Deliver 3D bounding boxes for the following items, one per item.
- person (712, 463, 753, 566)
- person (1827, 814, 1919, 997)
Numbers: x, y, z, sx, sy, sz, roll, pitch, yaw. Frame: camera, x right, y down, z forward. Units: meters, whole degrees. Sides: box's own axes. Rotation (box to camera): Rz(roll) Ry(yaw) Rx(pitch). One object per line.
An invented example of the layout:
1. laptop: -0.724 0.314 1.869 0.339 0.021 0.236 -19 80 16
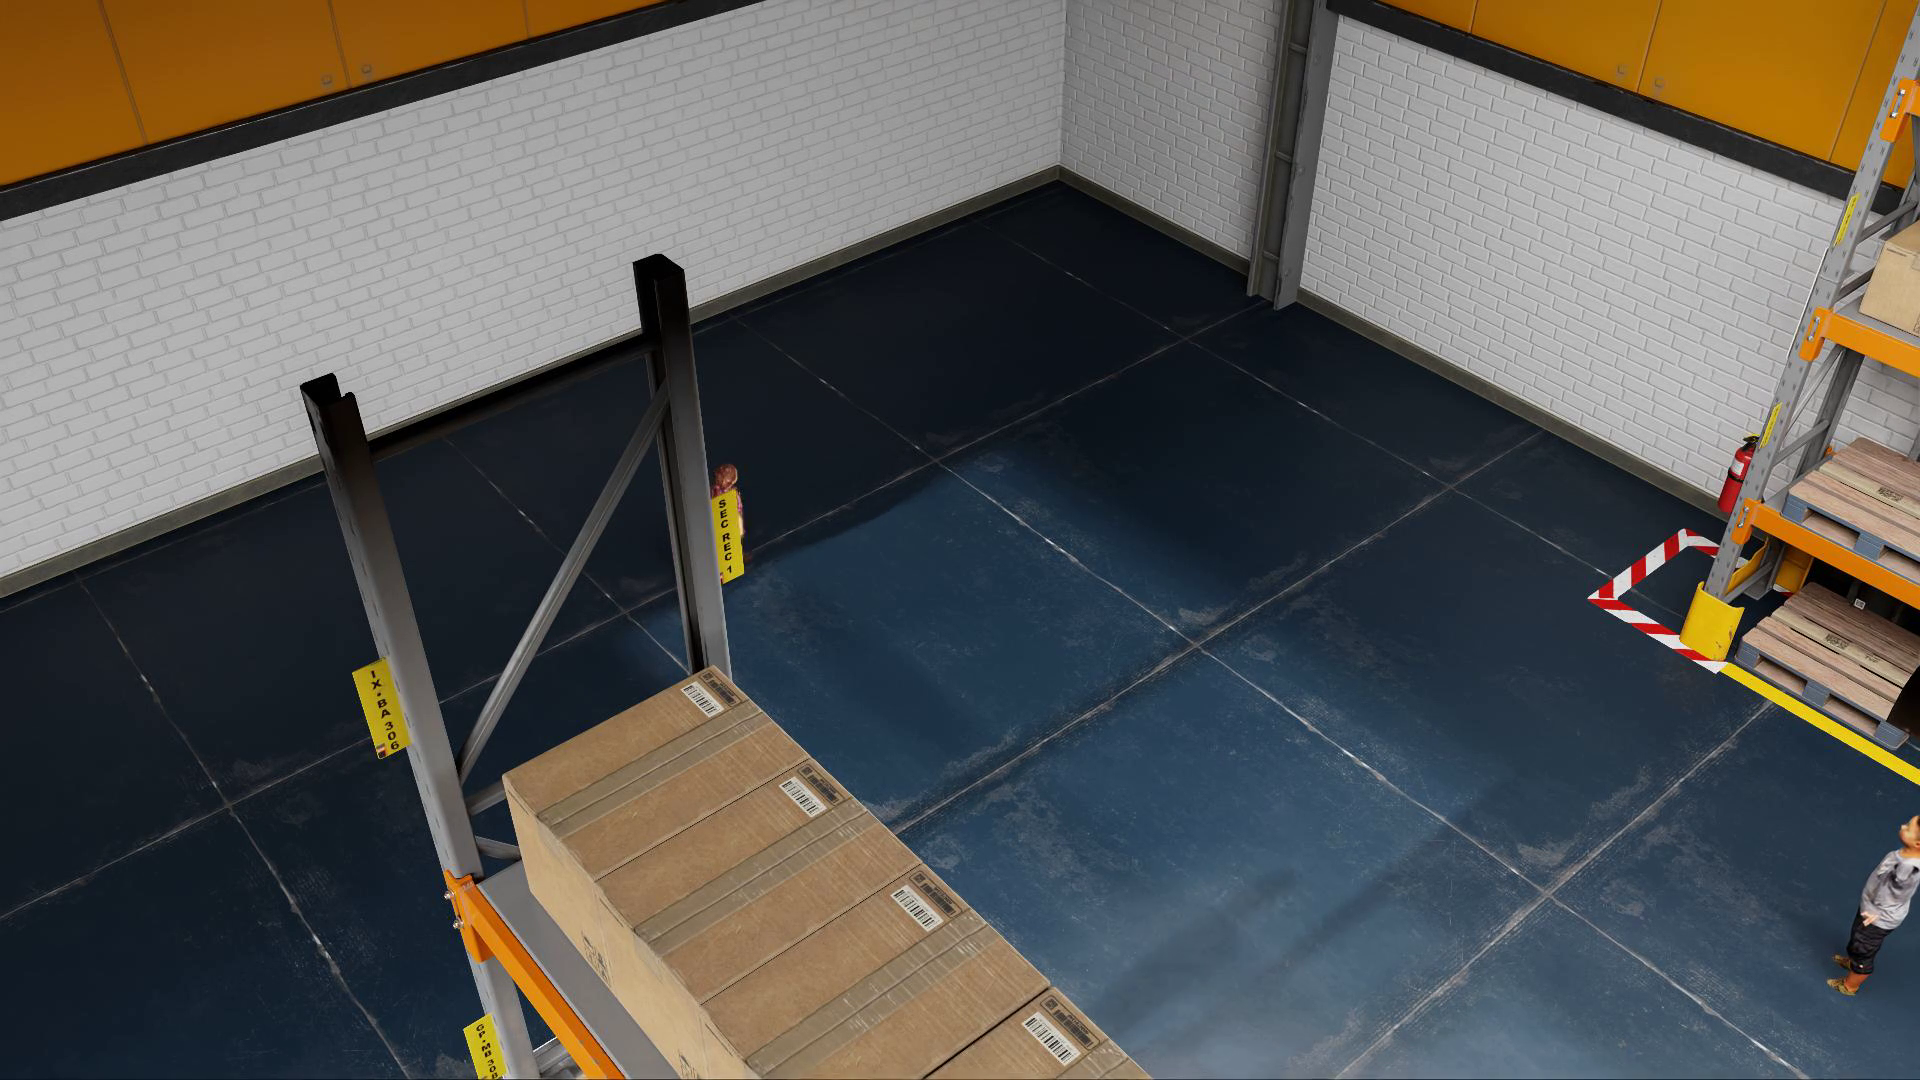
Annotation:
1. person: -1.760 -0.135 12.443 0.672 1.010 0.628 19 42 22
2. person: 5.247 2.014 9.392 0.572 1.460 0.613 25 45 28
